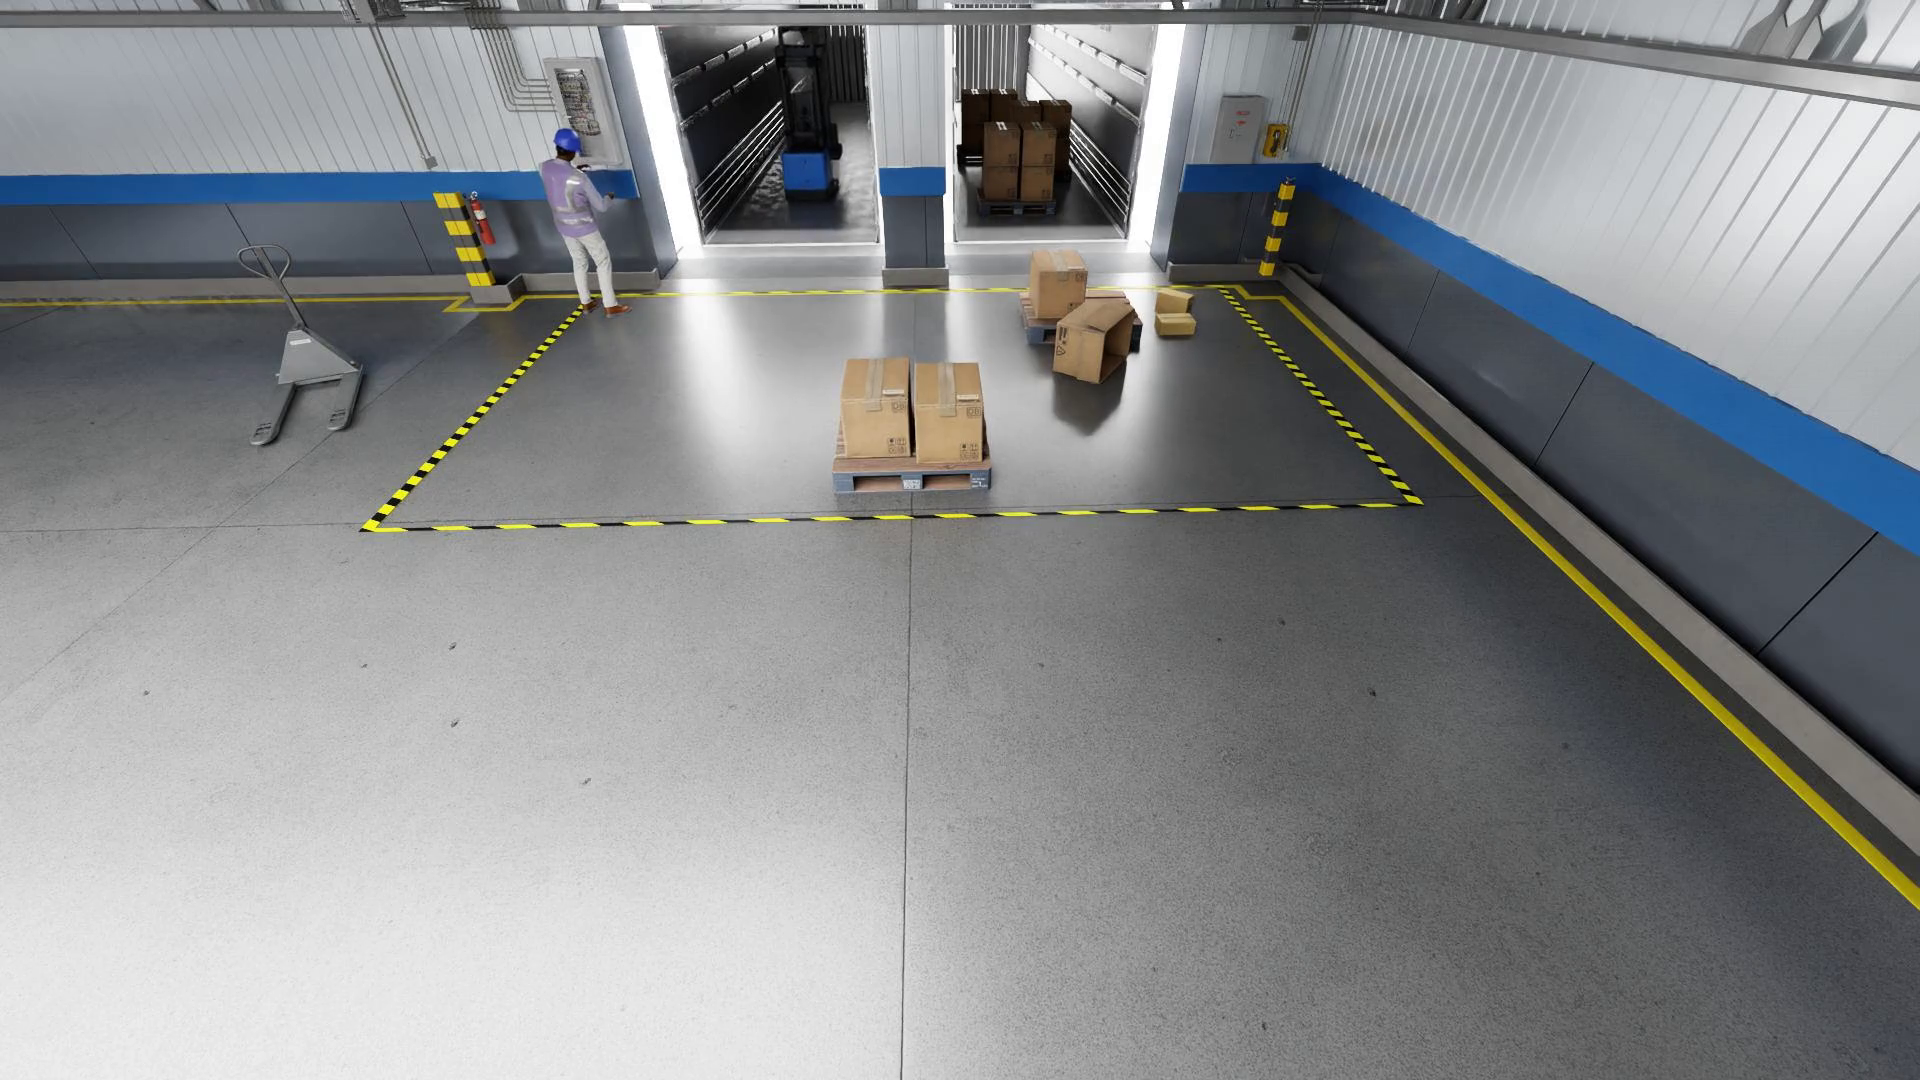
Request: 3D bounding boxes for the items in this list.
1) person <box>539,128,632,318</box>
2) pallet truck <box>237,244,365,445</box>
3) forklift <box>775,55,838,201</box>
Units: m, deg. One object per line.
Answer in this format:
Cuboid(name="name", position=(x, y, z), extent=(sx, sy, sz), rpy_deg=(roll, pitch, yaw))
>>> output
Cuboid(name="person", position=(-4.101, -3.459, 8.017), extent=(0.781, 1.893, 0.700), rpy_deg=(11, 40, 13))
Cuboid(name="pallet truck", position=(-5.915, -1.733, 6.366), extent=(0.680, 1.201, 1.601), rpy_deg=(-18, 42, -21))
Cuboid(name="forklift", position=(-2.547, -6.656, 11.924), extent=(0.716, 2.013, 0.776), rpy_deg=(-1, 38, -1))
